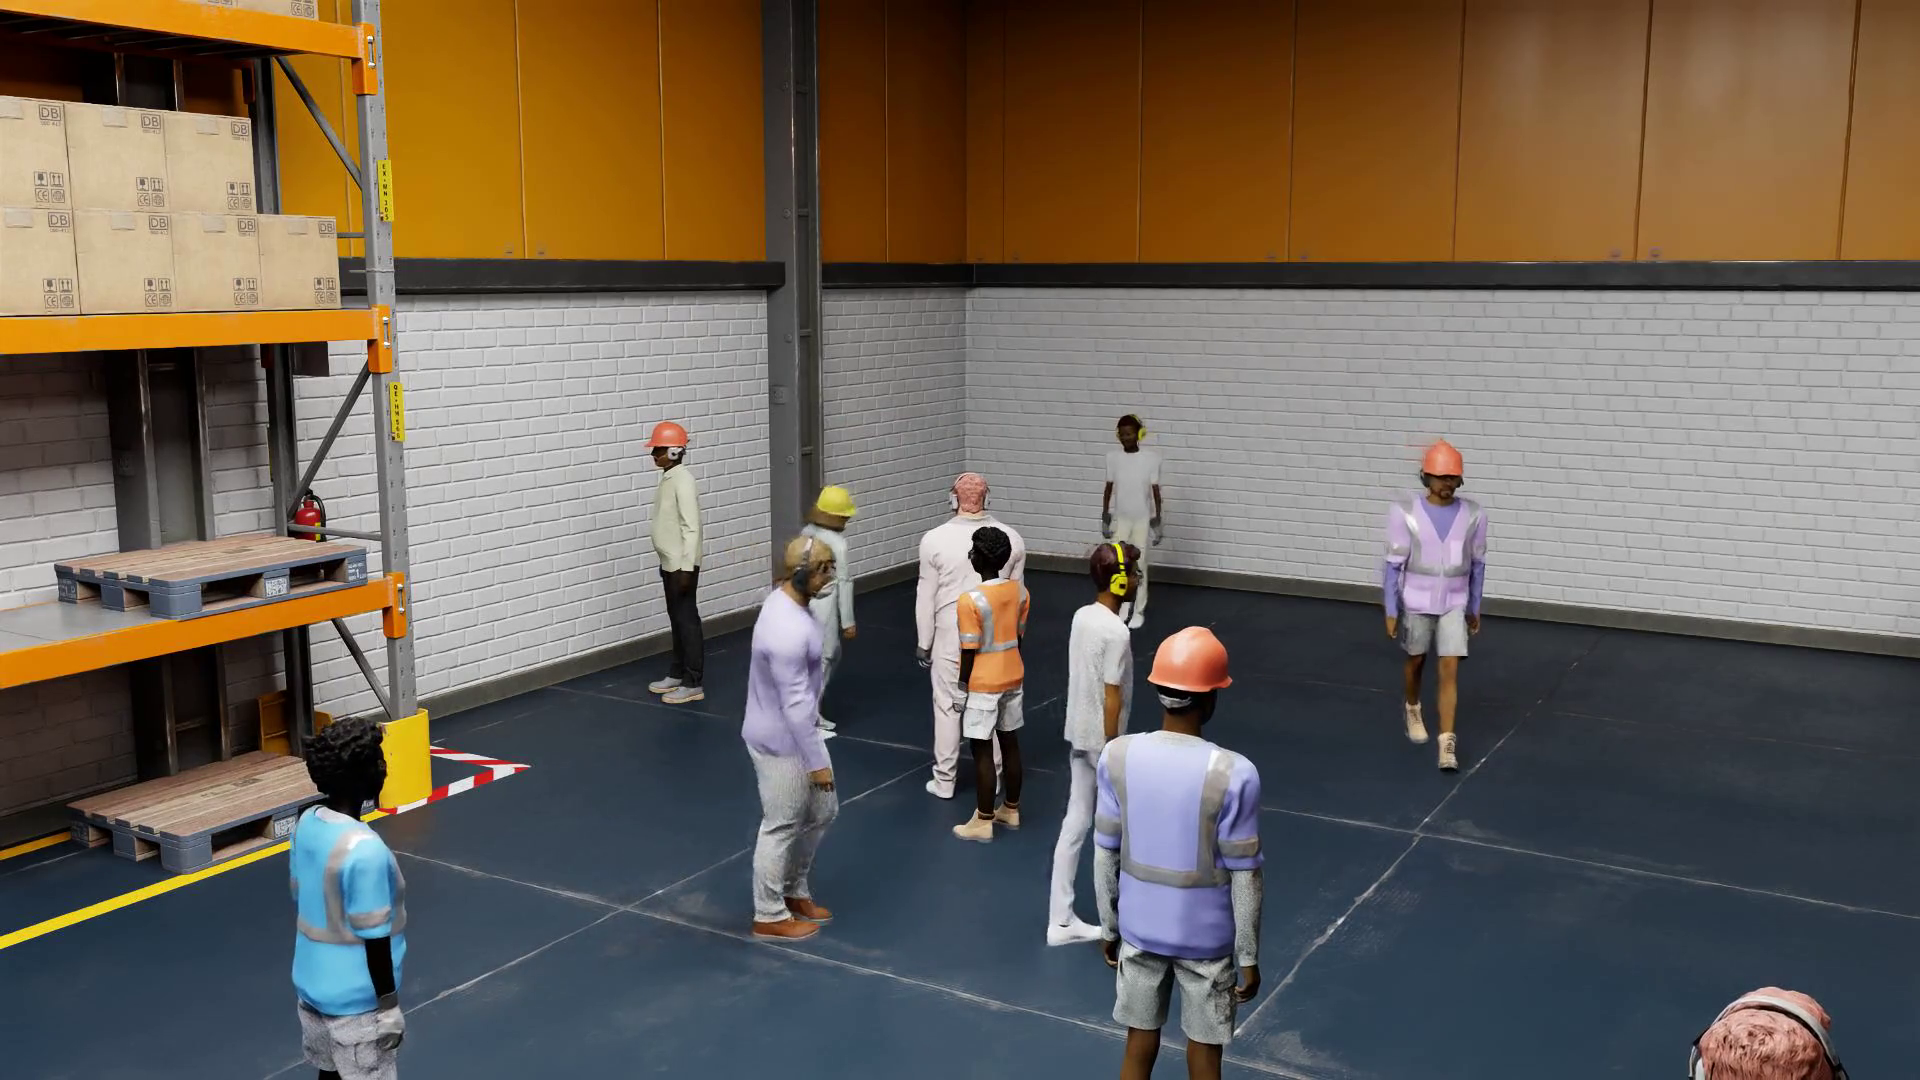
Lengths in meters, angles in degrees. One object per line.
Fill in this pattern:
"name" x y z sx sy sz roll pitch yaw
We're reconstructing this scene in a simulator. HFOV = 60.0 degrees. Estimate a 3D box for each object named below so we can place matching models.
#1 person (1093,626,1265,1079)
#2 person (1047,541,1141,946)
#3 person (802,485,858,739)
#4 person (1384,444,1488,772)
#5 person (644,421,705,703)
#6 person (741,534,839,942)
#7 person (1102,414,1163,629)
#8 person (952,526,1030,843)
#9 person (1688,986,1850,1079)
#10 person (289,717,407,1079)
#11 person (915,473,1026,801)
"person" 0.702 1.228 5.276 0.553 1.935 0.361 5 10 29
"person" 0.757 0.916 7.519 0.845 1.837 0.563 -3 10 -20
"person" -0.882 0.480 10.722 0.384 1.701 0.581 -5 10 -28
"person" 2.965 0.385 10.385 0.626 1.988 1.080 1 9 6
"person" -2.018 0.154 11.799 0.388 1.996 0.612 -4 10 -22
"person" -0.735 0.909 7.396 0.499 1.906 0.661 0 9 2
"person" 1.471 -0.157 14.209 0.574 1.848 0.384 3 10 20
"person" 0.159 0.765 8.910 0.318 1.700 0.535 7 12 38
"person" 1.265 1.657 2.746 0.636 1.900 0.402 7 12 38
"person" -1.858 1.376 5.106 0.317 1.695 0.540 -8 12 -42
"person" 0.053 0.557 9.610 0.651 1.896 0.402 -3 10 -18
